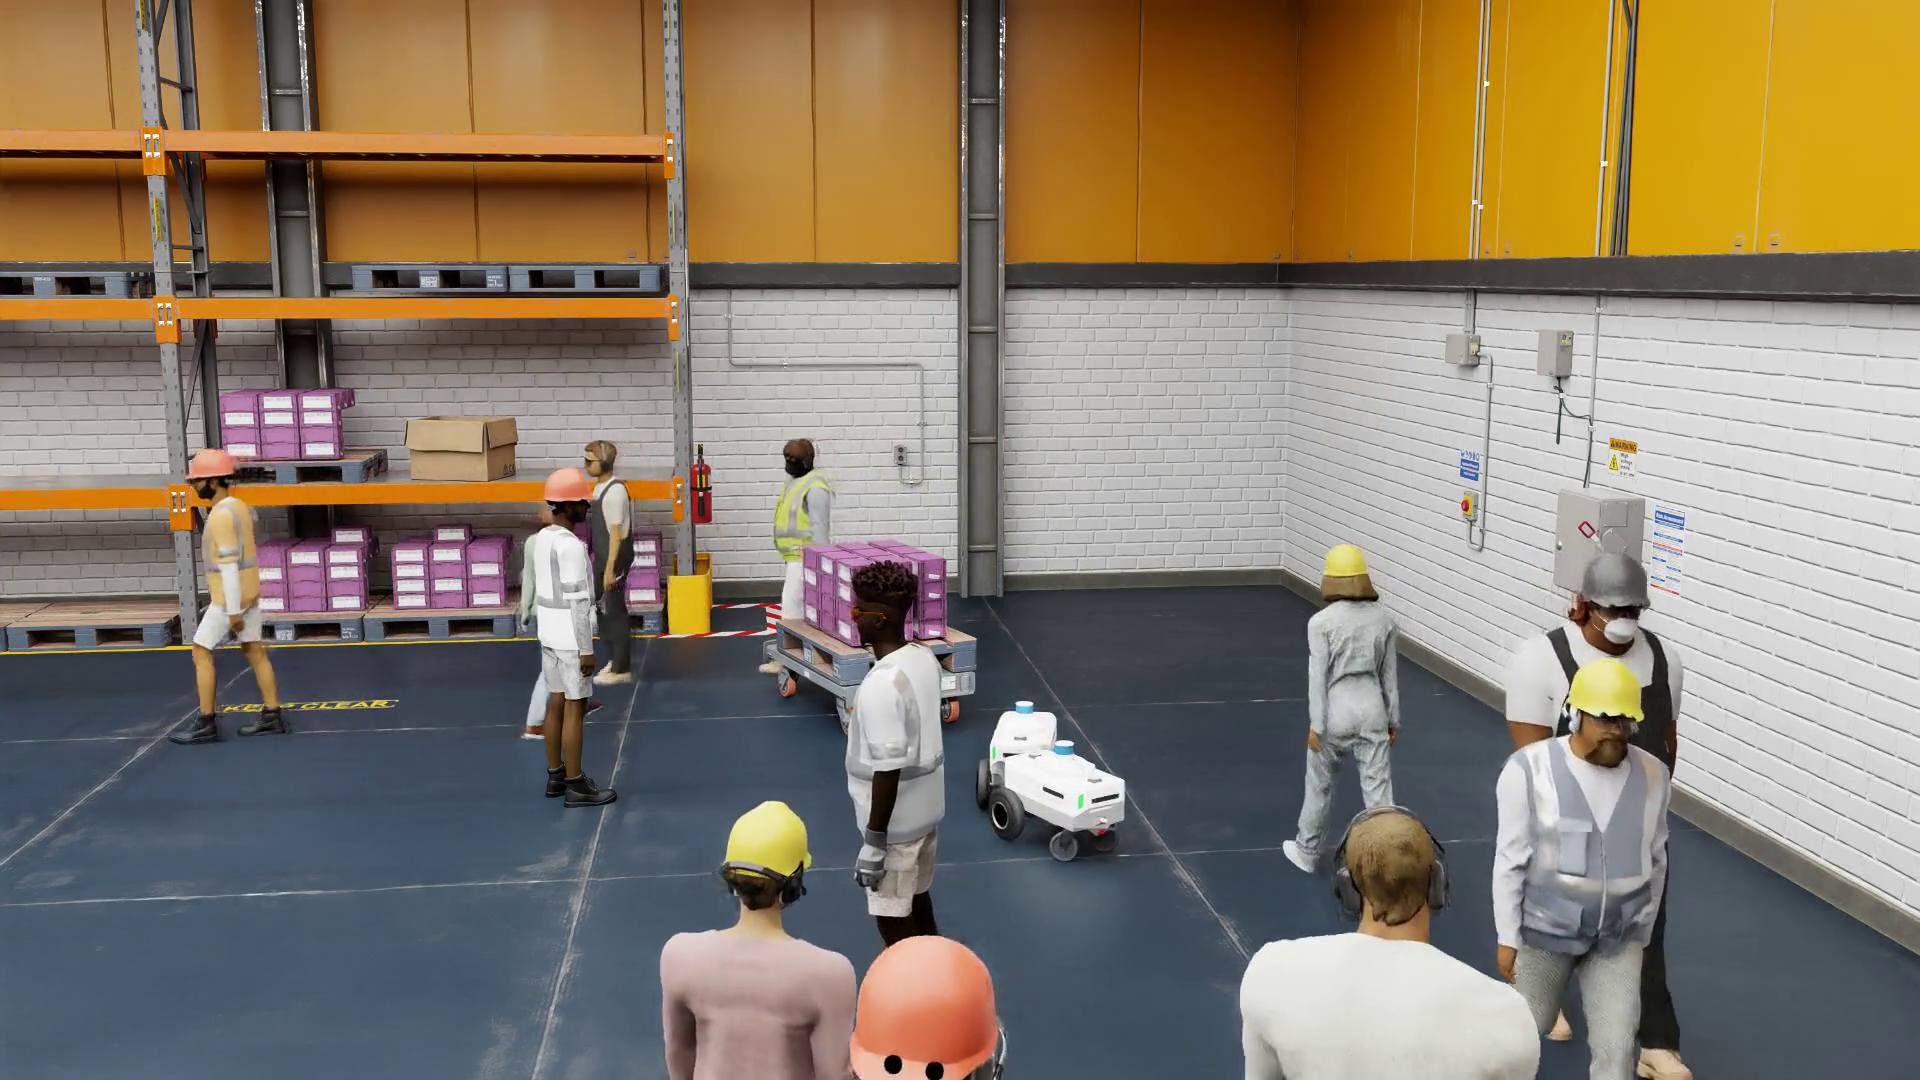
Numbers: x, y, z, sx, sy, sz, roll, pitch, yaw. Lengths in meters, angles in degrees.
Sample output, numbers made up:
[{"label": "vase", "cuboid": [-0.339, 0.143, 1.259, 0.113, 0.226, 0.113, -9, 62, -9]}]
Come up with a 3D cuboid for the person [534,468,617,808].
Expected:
[{"label": "person", "cuboid": [-2.216, 0.553, 9.489, 0.361, 1.938, 0.545, -7, 11, -35]}]

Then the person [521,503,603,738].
[{"label": "person", "cuboid": [-2.654, 0.485, 11.030, 0.508, 1.577, 0.874, 5, 10, 28]}]

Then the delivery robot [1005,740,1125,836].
[{"label": "delivery robot", "cuboid": [0.551, 1.306, 8.799, 0.477, 0.478, 0.707, -6, 11, -34]}]

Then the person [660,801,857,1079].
[{"label": "person", "cuboid": [-0.502, 1.503, 4.249, 0.526, 1.720, 0.908, 1, 9, 7]}]

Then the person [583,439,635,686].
[{"label": "person", "cuboid": [-2.604, 0.173, 12.196, 0.408, 1.829, 0.538, -5, 10, -29]}]

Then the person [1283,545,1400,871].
[{"label": "person", "cuboid": [1.918, 0.879, 8.229, 0.510, 1.690, 0.756, -2, 9, -14]}]

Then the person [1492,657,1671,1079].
[{"label": "person", "cuboid": [2.053, 1.248, 5.595, 0.592, 1.805, 0.813, 0, 9, 2]}]

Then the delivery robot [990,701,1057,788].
[{"label": "delivery robot", "cuboid": [0.372, 1.176, 9.615, 0.477, 0.478, 0.707, 1, 9, 7]}]

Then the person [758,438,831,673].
[{"label": "person", "cuboid": [-1.125, 0.107, 12.697, 0.820, 1.811, 0.637, -3, 10, -20]}]

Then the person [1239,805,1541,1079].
[{"label": "person", "cuboid": [0.915, 1.510, 3.618, 0.628, 1.911, 0.491, 4, 10, 22]}]

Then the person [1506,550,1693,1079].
[{"label": "person", "cuboid": [2.445, 1.015, 6.288, 0.691, 2.000, 0.955, 0, 9, -1]}]

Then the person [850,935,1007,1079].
[{"label": "person", "cuboid": [-0.045, 1.587, 2.931, 0.624, 1.974, 0.788, 3, 10, 19]}]

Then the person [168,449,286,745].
[{"label": "person", "cuboid": [-4.817, 0.365, 10.767, 0.820, 1.903, 0.560, -1, 9, -6]}]

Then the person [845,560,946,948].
[{"label": "person", "cuboid": [-0.248, 1.047, 6.315, 0.367, 1.964, 0.609, 3, 9, 16]}]
